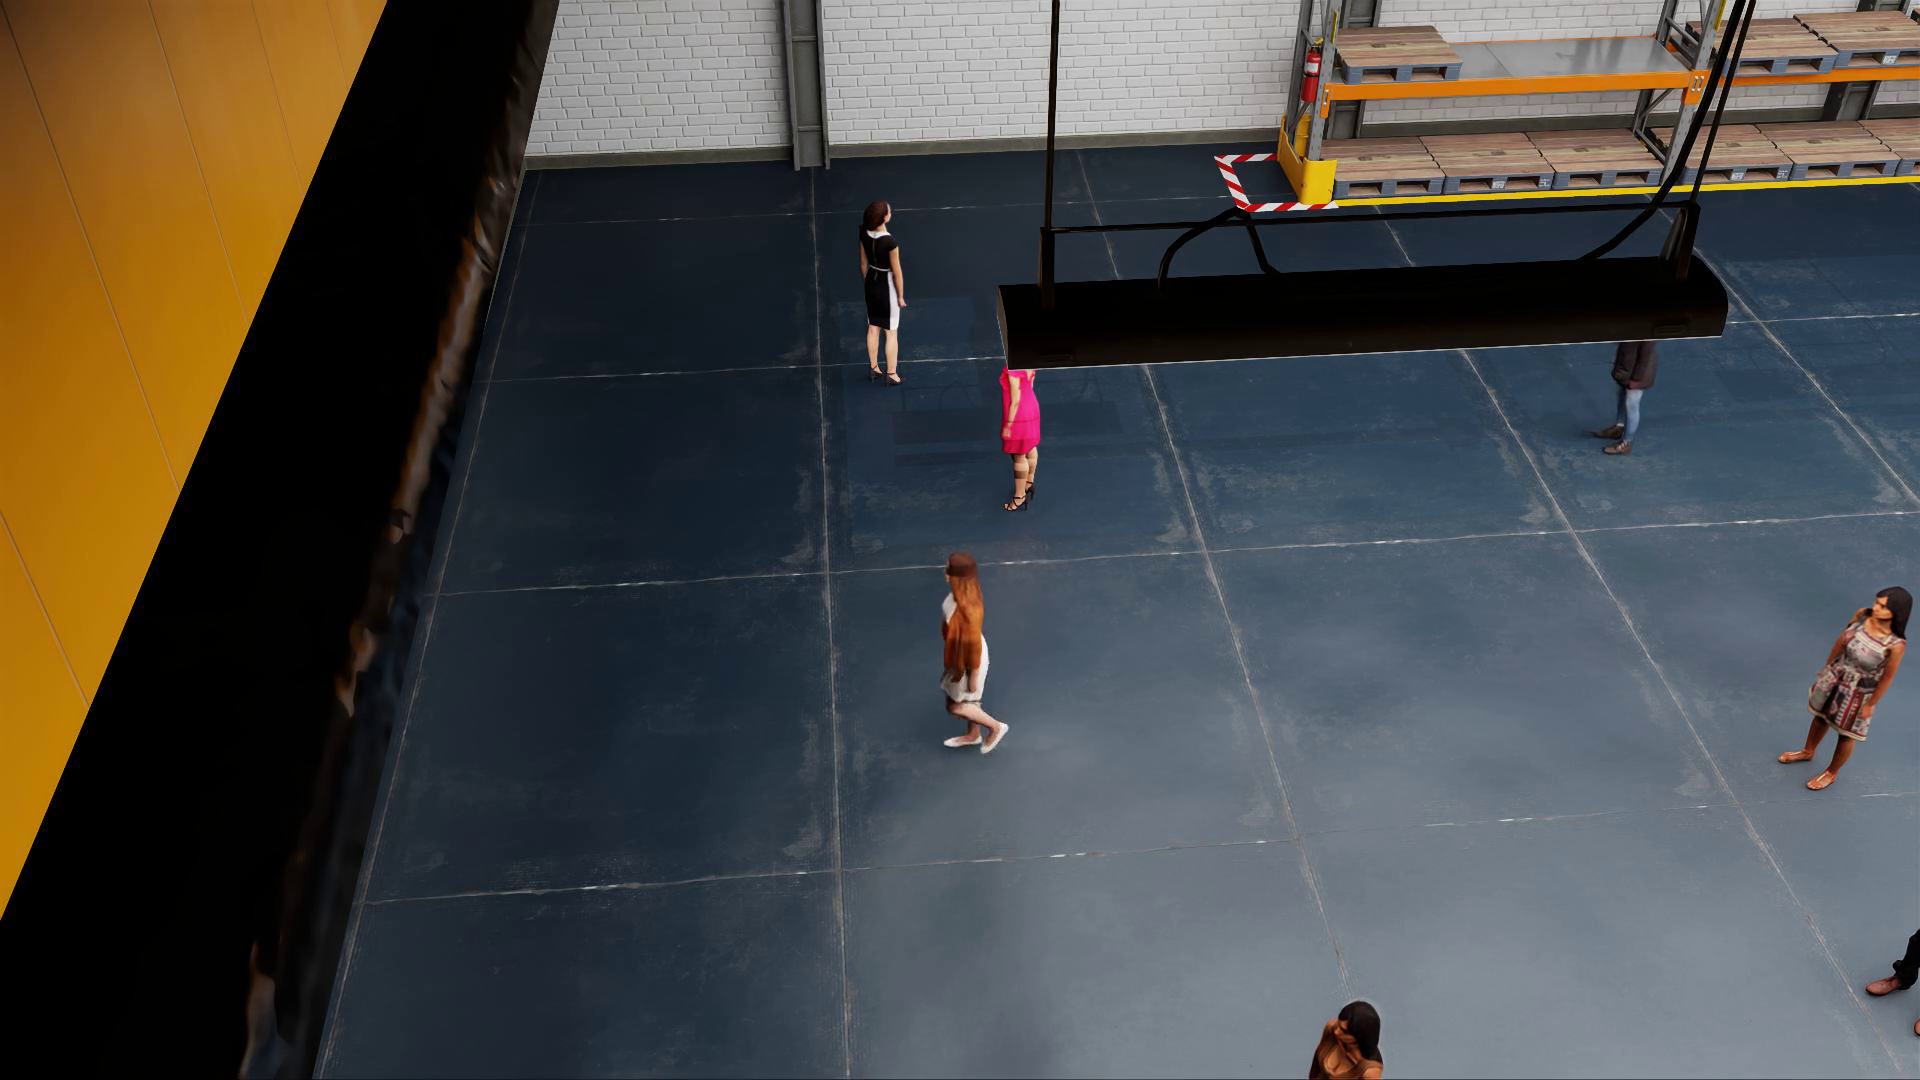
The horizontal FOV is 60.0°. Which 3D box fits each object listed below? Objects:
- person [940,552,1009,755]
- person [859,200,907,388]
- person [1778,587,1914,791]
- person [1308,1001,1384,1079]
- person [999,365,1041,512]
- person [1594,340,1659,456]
[{"bbox_3d":[0.128,0.766,10.990,0.704,1.711,0.639,-5,39,-7],"label":"person"},{"bbox_3d":[-0.682,-2.150,14.574,0.622,1.796,0.700,24,44,27],"label":"person"},{"bbox_3d":[5.820,0.941,10.825,0.609,1.645,0.696,-11,40,-14],"label":"person"},{"bbox_3d":[1.913,2.865,8.381,0.625,1.688,0.635,-18,42,-21],"label":"person"},{"bbox_3d":[0.494,-0.994,13.180,0.688,1.729,0.659,17,42,20],"label":"person"},{"bbox_3d":[5.642,-1.450,13.832,0.639,1.627,0.663,4,39,5],"label":"person"}]
